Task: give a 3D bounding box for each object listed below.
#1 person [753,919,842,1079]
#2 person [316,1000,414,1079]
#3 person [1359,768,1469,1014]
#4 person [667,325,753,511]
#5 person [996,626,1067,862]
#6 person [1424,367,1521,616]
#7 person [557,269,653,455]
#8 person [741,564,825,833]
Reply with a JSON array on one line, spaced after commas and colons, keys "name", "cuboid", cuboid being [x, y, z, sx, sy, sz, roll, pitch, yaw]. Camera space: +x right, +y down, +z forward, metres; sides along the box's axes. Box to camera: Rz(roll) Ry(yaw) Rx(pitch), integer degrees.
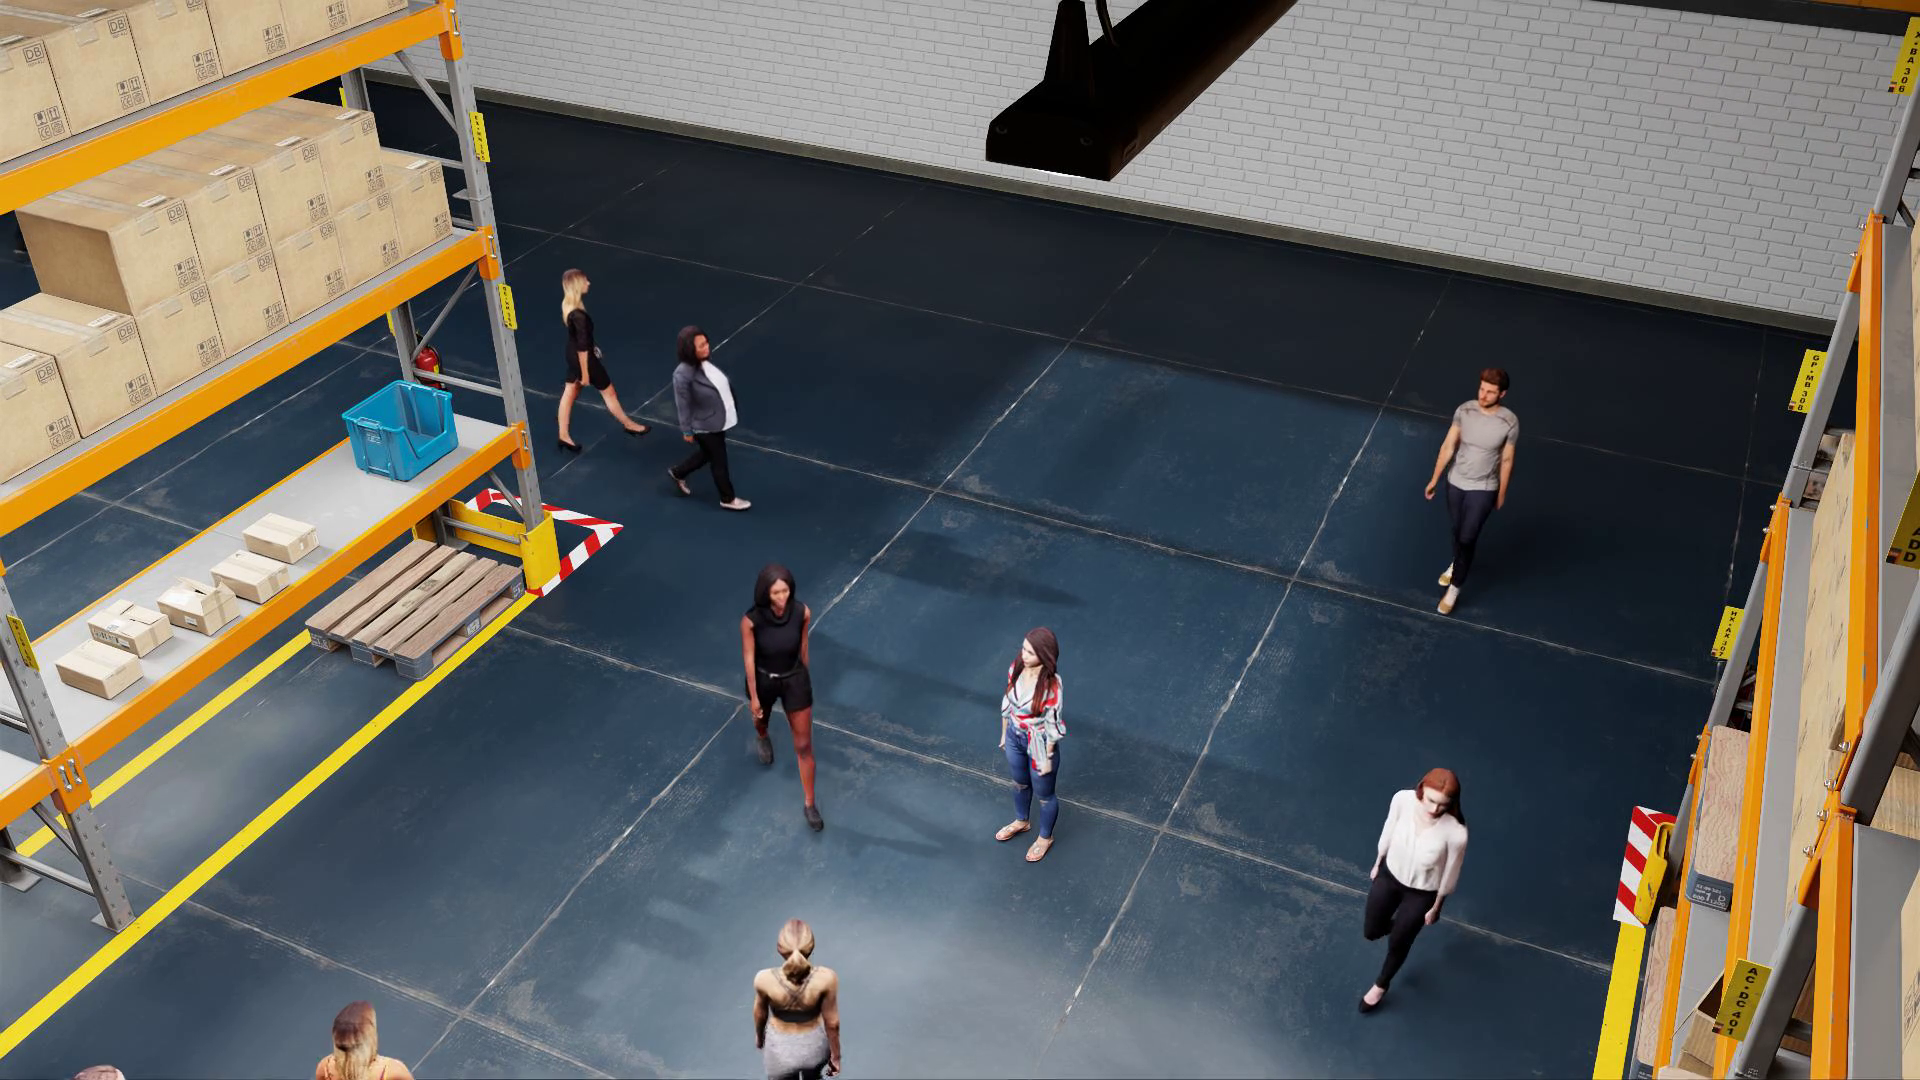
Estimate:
[{"name": "person", "cuboid": [-0.765, 2.479, 7.793, 0.996, 1.668, 1.182, -6, 34, -8]}, {"name": "person", "cuboid": [-2.606, 2.770, 7.440, 0.806, 1.574, 1.200, 4, 34, 7]}, {"name": "person", "cuboid": [2.409, 1.803, 8.744, 0.833, 1.741, 0.758, -28, 43, -35]}, {"name": "person", "cuboid": [-2.048, -0.953, 13.042, 0.863, 1.573, 0.972, 7, 34, 10]}, {"name": "person", "cuboid": [0.433, 1.182, 9.793, 0.652, 1.614, 0.626, 29, 43, 36]}, {"name": "person", "cuboid": [3.735, -0.439, 12.003, 0.815, 1.868, 0.979, 28, 42, 35]}, {"name": "person", "cuboid": [-3.191, -1.427, 13.701, 1.098, 1.634, 0.977, -16, 37, -22]}, {"name": "person", "cuboid": [-1.150, 0.860, 10.209, 1.147, 1.690, 1.229, -11, 35, -16]}]
